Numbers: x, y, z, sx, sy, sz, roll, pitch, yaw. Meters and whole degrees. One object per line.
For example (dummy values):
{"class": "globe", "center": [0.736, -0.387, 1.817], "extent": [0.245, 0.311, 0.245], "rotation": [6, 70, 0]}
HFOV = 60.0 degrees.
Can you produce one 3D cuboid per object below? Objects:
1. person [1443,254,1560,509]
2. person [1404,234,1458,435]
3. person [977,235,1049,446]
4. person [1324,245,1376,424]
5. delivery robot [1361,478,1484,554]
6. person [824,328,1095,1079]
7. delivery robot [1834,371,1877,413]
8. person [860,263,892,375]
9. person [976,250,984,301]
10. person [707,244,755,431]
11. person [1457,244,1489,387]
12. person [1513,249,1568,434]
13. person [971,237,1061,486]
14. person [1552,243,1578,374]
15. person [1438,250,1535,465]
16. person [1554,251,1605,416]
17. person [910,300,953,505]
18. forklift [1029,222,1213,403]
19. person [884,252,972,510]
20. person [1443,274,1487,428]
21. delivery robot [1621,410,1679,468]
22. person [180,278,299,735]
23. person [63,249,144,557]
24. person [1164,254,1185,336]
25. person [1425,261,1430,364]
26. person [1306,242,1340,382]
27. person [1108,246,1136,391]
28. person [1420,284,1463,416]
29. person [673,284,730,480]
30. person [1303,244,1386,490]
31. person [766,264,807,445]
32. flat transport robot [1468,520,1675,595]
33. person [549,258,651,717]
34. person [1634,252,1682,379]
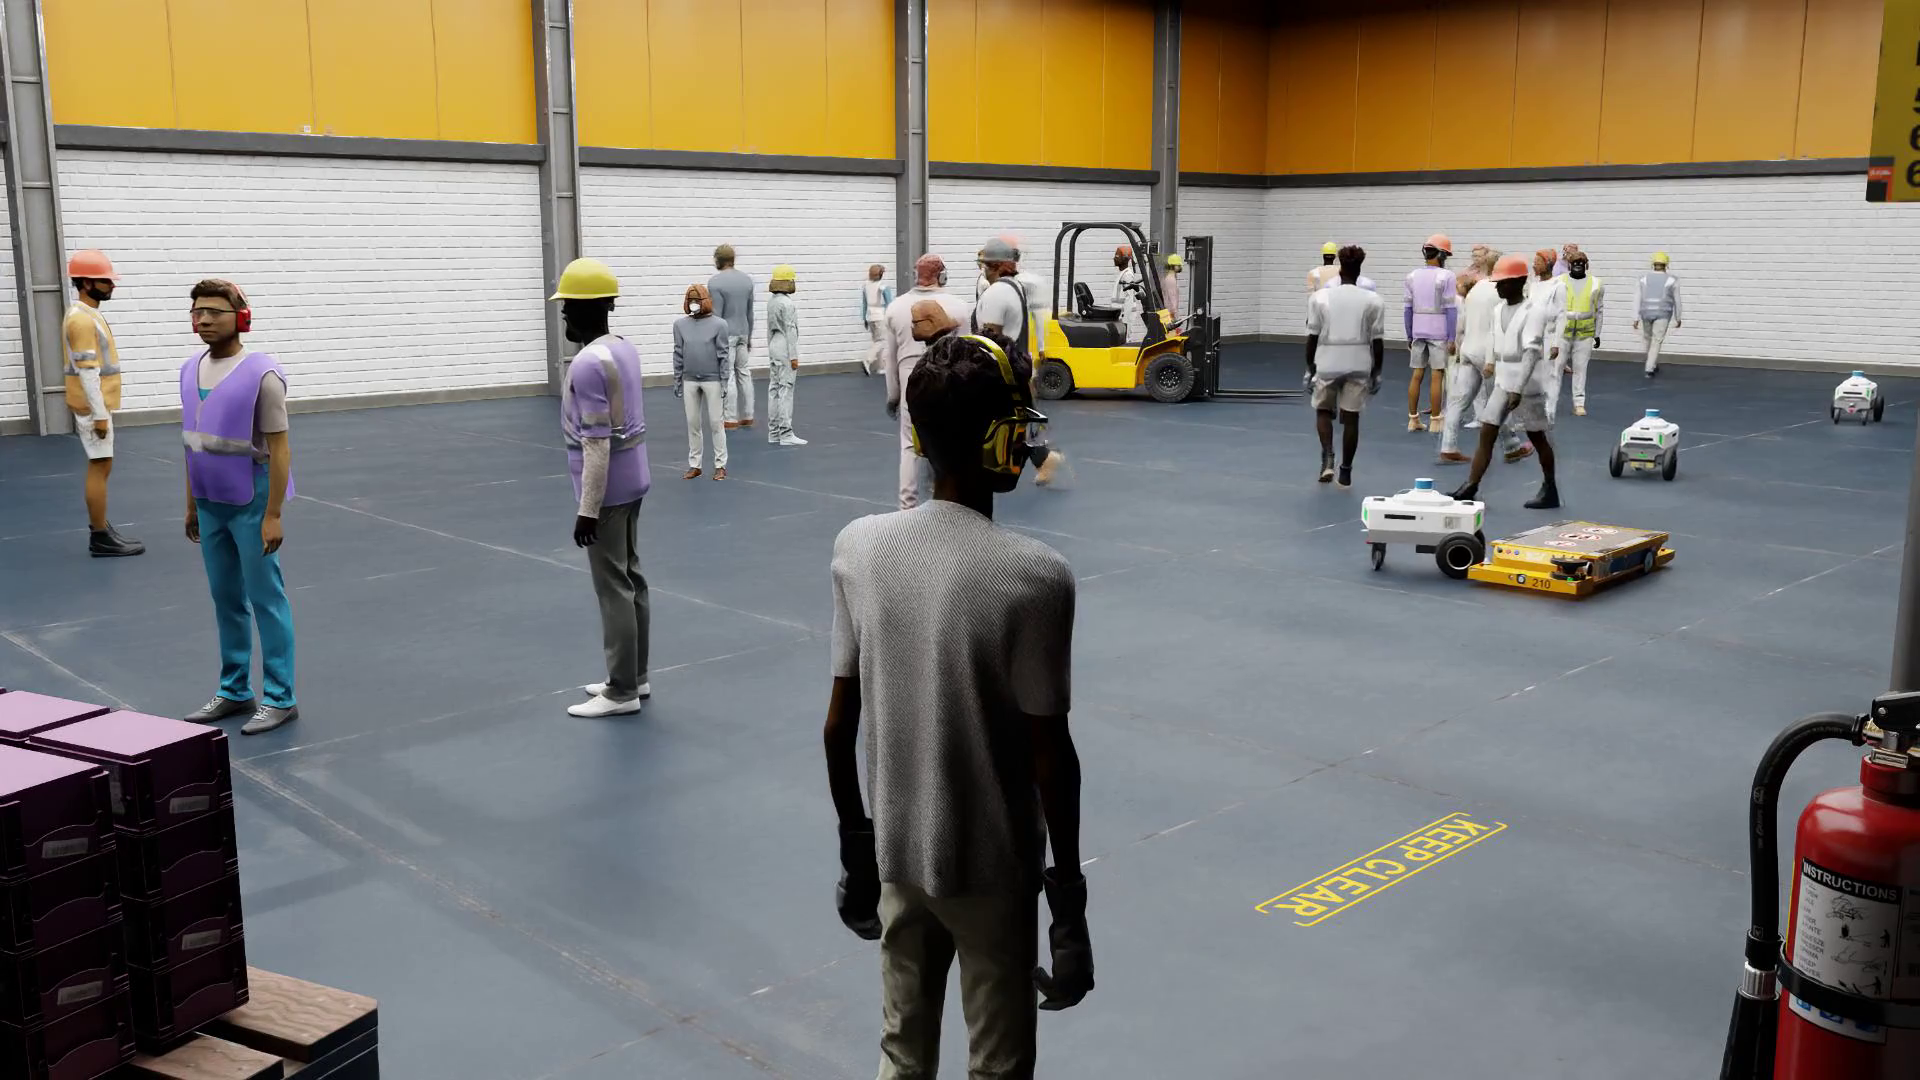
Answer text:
{"class": "person", "center": [4.057, -1.136, 12.193], "extent": [0.987, 1.885, 0.554], "rotation": [-5, 11, -25]}
{"class": "person", "center": [4.815, -2.089, 16.959], "extent": [0.388, 2.034, 0.605], "rotation": [-8, 13, -38]}
{"class": "person", "center": [0.537, -1.880, 15.910], "extent": [0.760, 2.018, 0.436], "rotation": [0, 10, -2]}
{"class": "person", "center": [4.189, -2.210, 17.931], "extent": [0.545, 1.917, 0.524], "rotation": [4, 11, 18]}
{"class": "delivery robot", "center": [2.791, -0.130, 10.050], "extent": [0.707, 0.478, 0.477], "rotation": [3, 11, 17]}
{"class": "person", "center": [0.000, 0.579, 2.858], "extent": [0.534, 1.868, 0.309], "rotation": [8, 13, 36]}
{"class": "delivery robot", "center": [9.705, -1.589, 18.005], "extent": [0.477, 0.478, 0.707], "rotation": [7, 13, 33]}
{"class": "person", "center": [-1.219, -3.166, 23.942], "extent": [0.522, 1.617, 0.681], "rotation": [9, 14, 41]}
{"class": "person", "center": [0.371, -2.902, 21.908], "extent": [0.325, 1.842, 0.516], "rotation": [-7, 12, -32]}
{"class": "person", "center": [-2.373, -2.092, 17.280], "extent": [0.393, 1.931, 0.666], "rotation": [7, 12, 33]}
{"class": "person", "center": [6.889, -2.980, 22.174], "extent": [0.401, 1.905, 0.641], "rotation": [-10, 14, -43]}
{"class": "person", "center": [5.957, -2.029, 17.038], "extent": [0.346, 1.882, 0.584], "rotation": [-3, 11, -15]}
{"class": "person", "center": [0.393, -1.437, 13.378], "extent": [0.874, 2.000, 0.677], "rotation": [3, 11, 15]}
{"class": "person", "center": [8.862, -3.375, 24.333], "extent": [0.637, 1.902, 0.406], "rotation": [-9, 14, -40]}
{"class": "person", "center": [4.694, -1.601, 14.702], "extent": [1.011, 1.876, 0.641], "rotation": [-4, 11, -19]}
{"class": "person", "center": [6.909, -2.319, 18.731], "extent": [0.624, 1.845, 0.430], "rotation": [2, 11, 13]}
{"class": "person", "center": [-0.229, -0.659, 10.277], "extent": [0.397, 1.628, 0.537], "rotation": [1, 10, 6]}
{"class": "forklift", "center": [1.935, -2.847, 20.651], "extent": [2.313, 2.155, 1.214], "rotation": [2, 11, 13]}
{"class": "person", "center": [-0.190, -1.029, 11.521], "extent": [0.651, 1.905, 0.404], "rotation": [4, 11, 20]}
{"class": "person", "center": [5.289, -1.972, 17.456], "extent": [0.606, 1.616, 0.543], "rotation": [0, 10, -2]}
{"class": "delivery robot", "center": [5.817, -0.856, 14.012], "extent": [0.477, 0.478, 0.707], "rotation": [7, 12, 33]}
{"class": "person", "center": [-2.955, -0.138, 6.820], "extent": [0.565, 1.849, 0.390], "rotation": [5, 12, 27]}
{"class": "person", "center": [-5.419, -0.853, 10.496], "extent": [0.382, 1.934, 0.541], "rotation": [-5, 11, -24]}
{"class": "person", "center": [3.251, -3.395, 24.887], "extent": [0.870, 1.723, 0.553], "rotation": [2, 11, 10]}
{"class": "person", "center": [7.455, -3.564, 25.964], "extent": [0.521, 1.679, 0.552], "rotation": [-3, 11, -17]}
{"class": "person", "center": [5.039, -3.111, 22.817], "extent": [0.584, 1.928, 0.367], "rotation": [0, 10, 0]}
{"class": "person", "center": [2.120, -2.888, 21.719], "extent": [0.352, 1.884, 0.579], "rotation": [-1, 10, -5]}
{"class": "person", "center": [5.432, -2.205, 18.675], "extent": [0.264, 1.632, 0.508], "rotation": [-5, 11, -24]}
{"class": "person", "center": [-2.141, -1.304, 13.790], "extent": [0.501, 1.625, 0.282], "rotation": [3, 11, 14]}
{"class": "person", "center": [3.065, -1.374, 13.284], "extent": [0.630, 1.944, 0.447], "rotation": [2, 11, 11]}
{"class": "person", "center": [-1.697, -1.798, 16.158], "extent": [0.295, 1.743, 0.493], "rotation": [-6, 12, -31]}
{"class": "flat transport robot", "center": [3.666, 0.085, 9.910], "extent": [0.652, 0.197, 1.431], "rotation": [10, 14, 43]}
{"class": "person", "center": [-1.508, -0.212, 7.008], "extent": [0.381, 1.928, 0.587], "rotation": [1, 10, 5]}
{"class": "person", "center": [9.919, -3.184, 23.636], "extent": [0.607, 1.780, 0.945], "rotation": [9, 13, 39]}
